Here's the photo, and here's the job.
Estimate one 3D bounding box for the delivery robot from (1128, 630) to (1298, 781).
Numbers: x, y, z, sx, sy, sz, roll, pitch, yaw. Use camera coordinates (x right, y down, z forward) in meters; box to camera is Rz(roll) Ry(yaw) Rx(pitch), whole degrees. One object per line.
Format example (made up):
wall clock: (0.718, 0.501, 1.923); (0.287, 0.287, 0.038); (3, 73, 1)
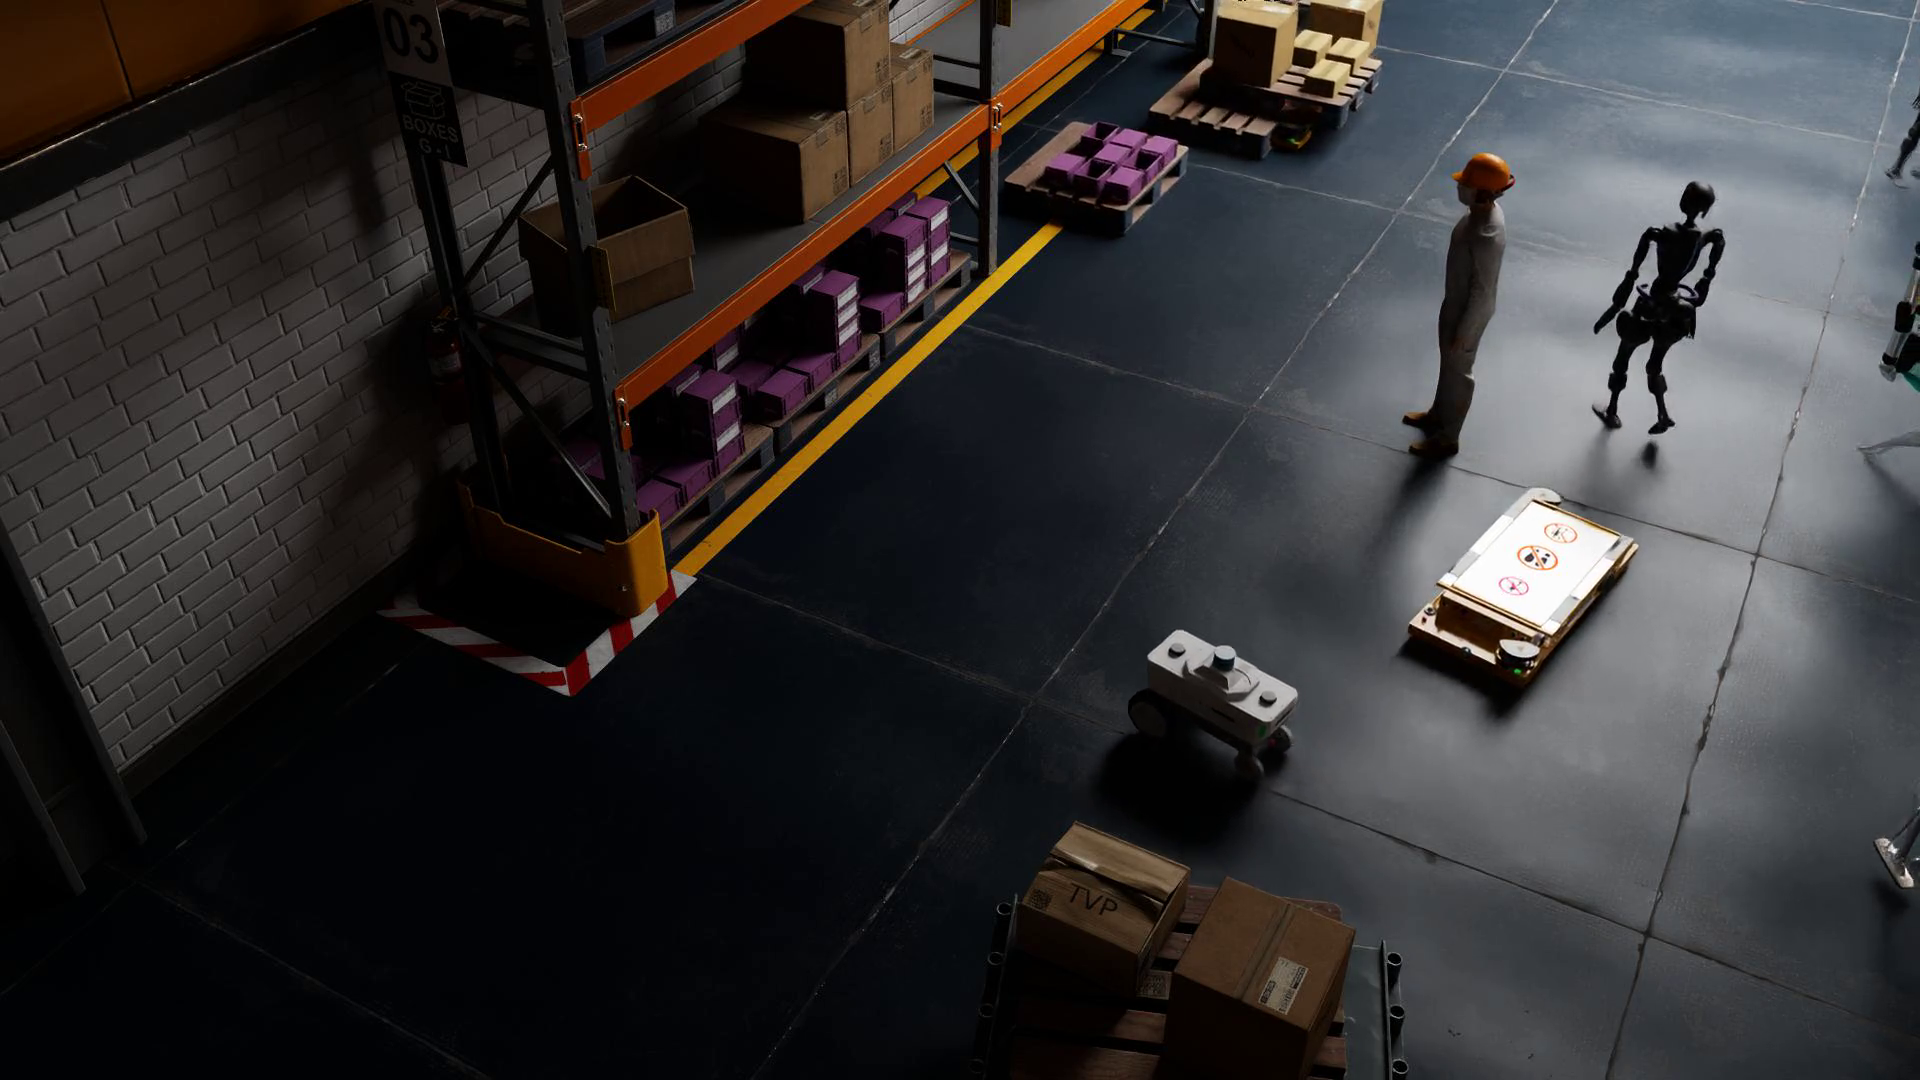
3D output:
delivery robot: (1.238, 0.749, 8.042); (0.753, 0.579, 0.499); (28, 46, 30)

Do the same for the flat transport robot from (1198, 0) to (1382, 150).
flat transport robot: (2.743, -3.637, 13.766); (0.659, 0.231, 1.431); (19, 42, 22)

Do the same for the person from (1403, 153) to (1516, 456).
person: (2.892, -1.341, 9.596); (0.376, 1.896, 0.565); (6, 39, 7)

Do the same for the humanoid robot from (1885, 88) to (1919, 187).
humanoid robot: (7.408, -3.430, 12.381); (0.589, 1.659, 0.342); (-9, 40, -11)

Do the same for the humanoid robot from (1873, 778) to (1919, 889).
humanoid robot: (4.159, 1.001, 6.822); (0.553, 1.743, 1.048); (-5, 39, -6)

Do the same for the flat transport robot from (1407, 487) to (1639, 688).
flat transport robot: (3.054, 0.223, 8.940); (0.659, 0.231, 1.431); (28, 46, 30)

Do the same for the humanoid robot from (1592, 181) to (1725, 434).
humanoid robot: (4.088, -1.322, 9.752); (0.614, 1.644, 0.525); (-5, 39, -6)

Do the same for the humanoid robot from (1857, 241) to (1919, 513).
humanoid robot: (5.557, -0.923, 9.253); (0.531, 1.789, 1.031); (-12, 40, -15)
